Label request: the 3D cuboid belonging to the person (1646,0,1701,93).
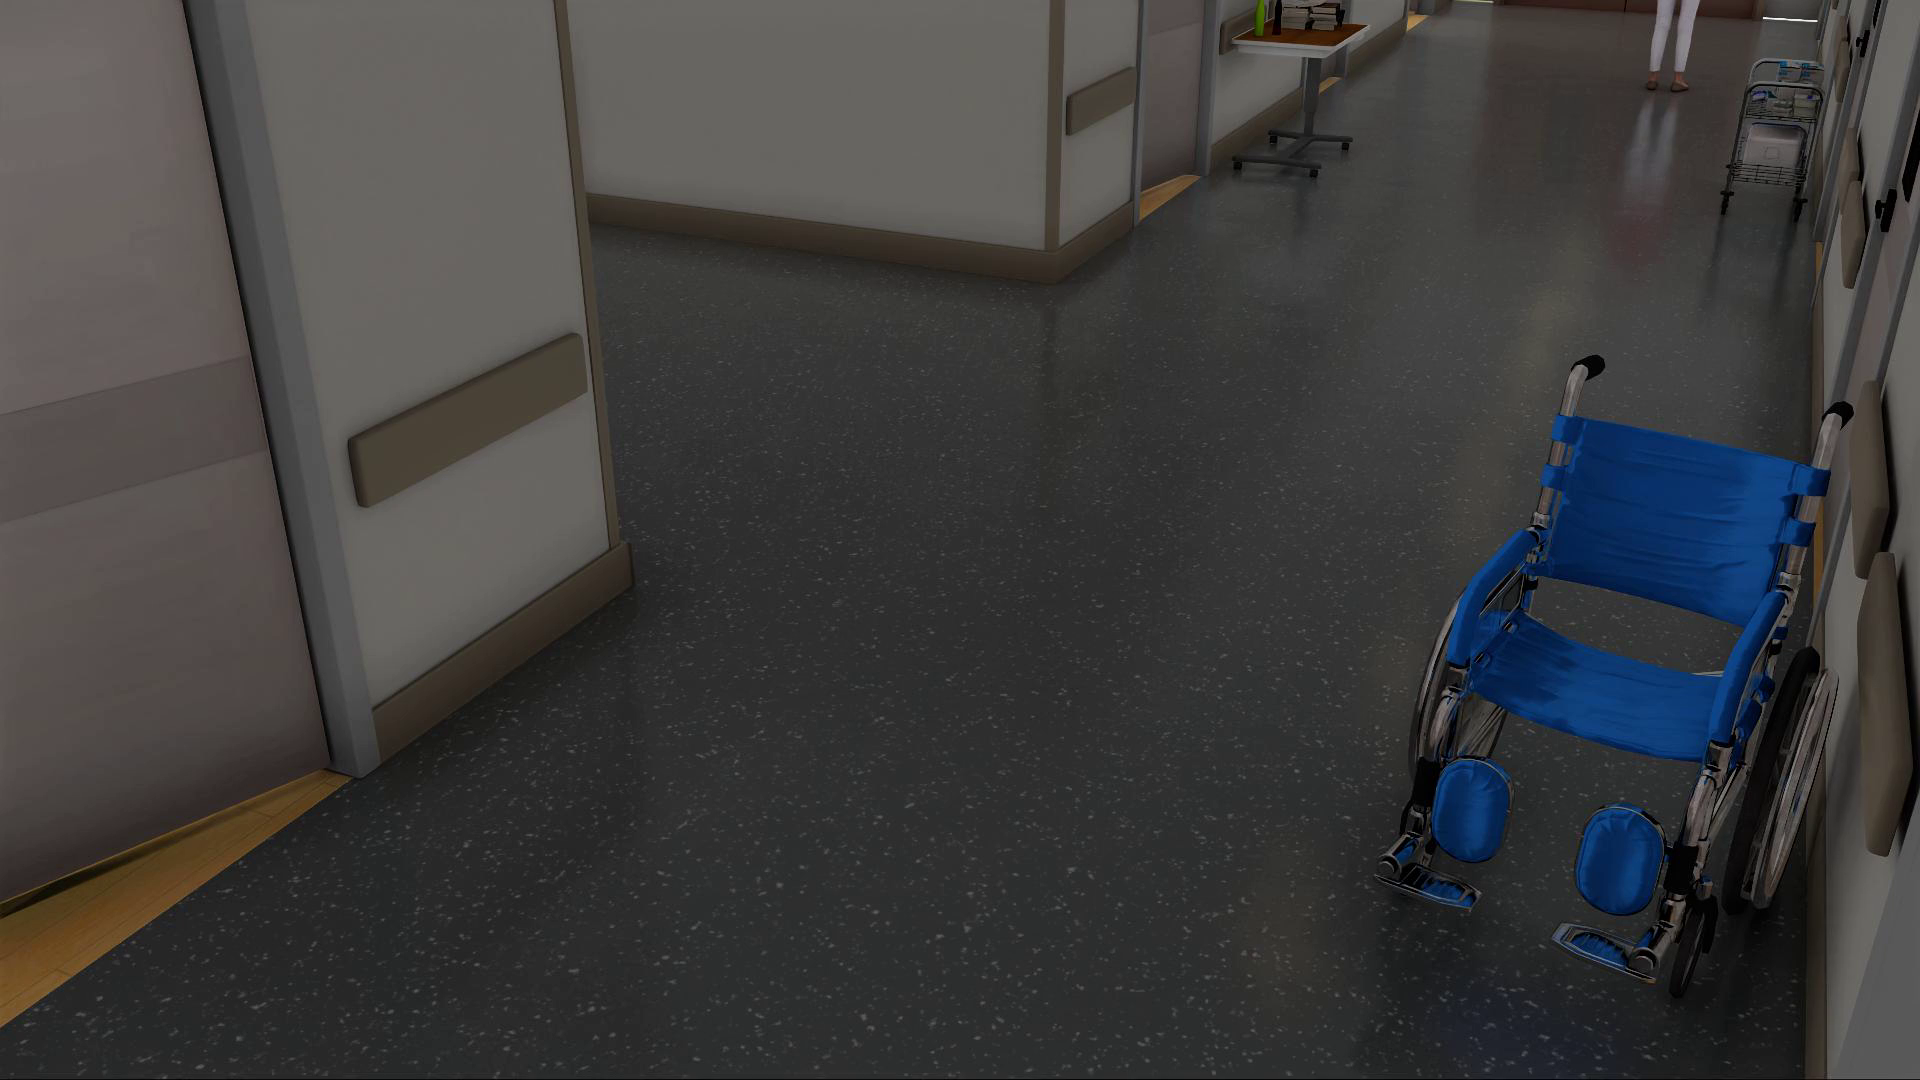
[{"bbox_3d":[5.506,-4.298,12.664,0.571,1.693,0.575,15,30,29],"label":"person"}]
